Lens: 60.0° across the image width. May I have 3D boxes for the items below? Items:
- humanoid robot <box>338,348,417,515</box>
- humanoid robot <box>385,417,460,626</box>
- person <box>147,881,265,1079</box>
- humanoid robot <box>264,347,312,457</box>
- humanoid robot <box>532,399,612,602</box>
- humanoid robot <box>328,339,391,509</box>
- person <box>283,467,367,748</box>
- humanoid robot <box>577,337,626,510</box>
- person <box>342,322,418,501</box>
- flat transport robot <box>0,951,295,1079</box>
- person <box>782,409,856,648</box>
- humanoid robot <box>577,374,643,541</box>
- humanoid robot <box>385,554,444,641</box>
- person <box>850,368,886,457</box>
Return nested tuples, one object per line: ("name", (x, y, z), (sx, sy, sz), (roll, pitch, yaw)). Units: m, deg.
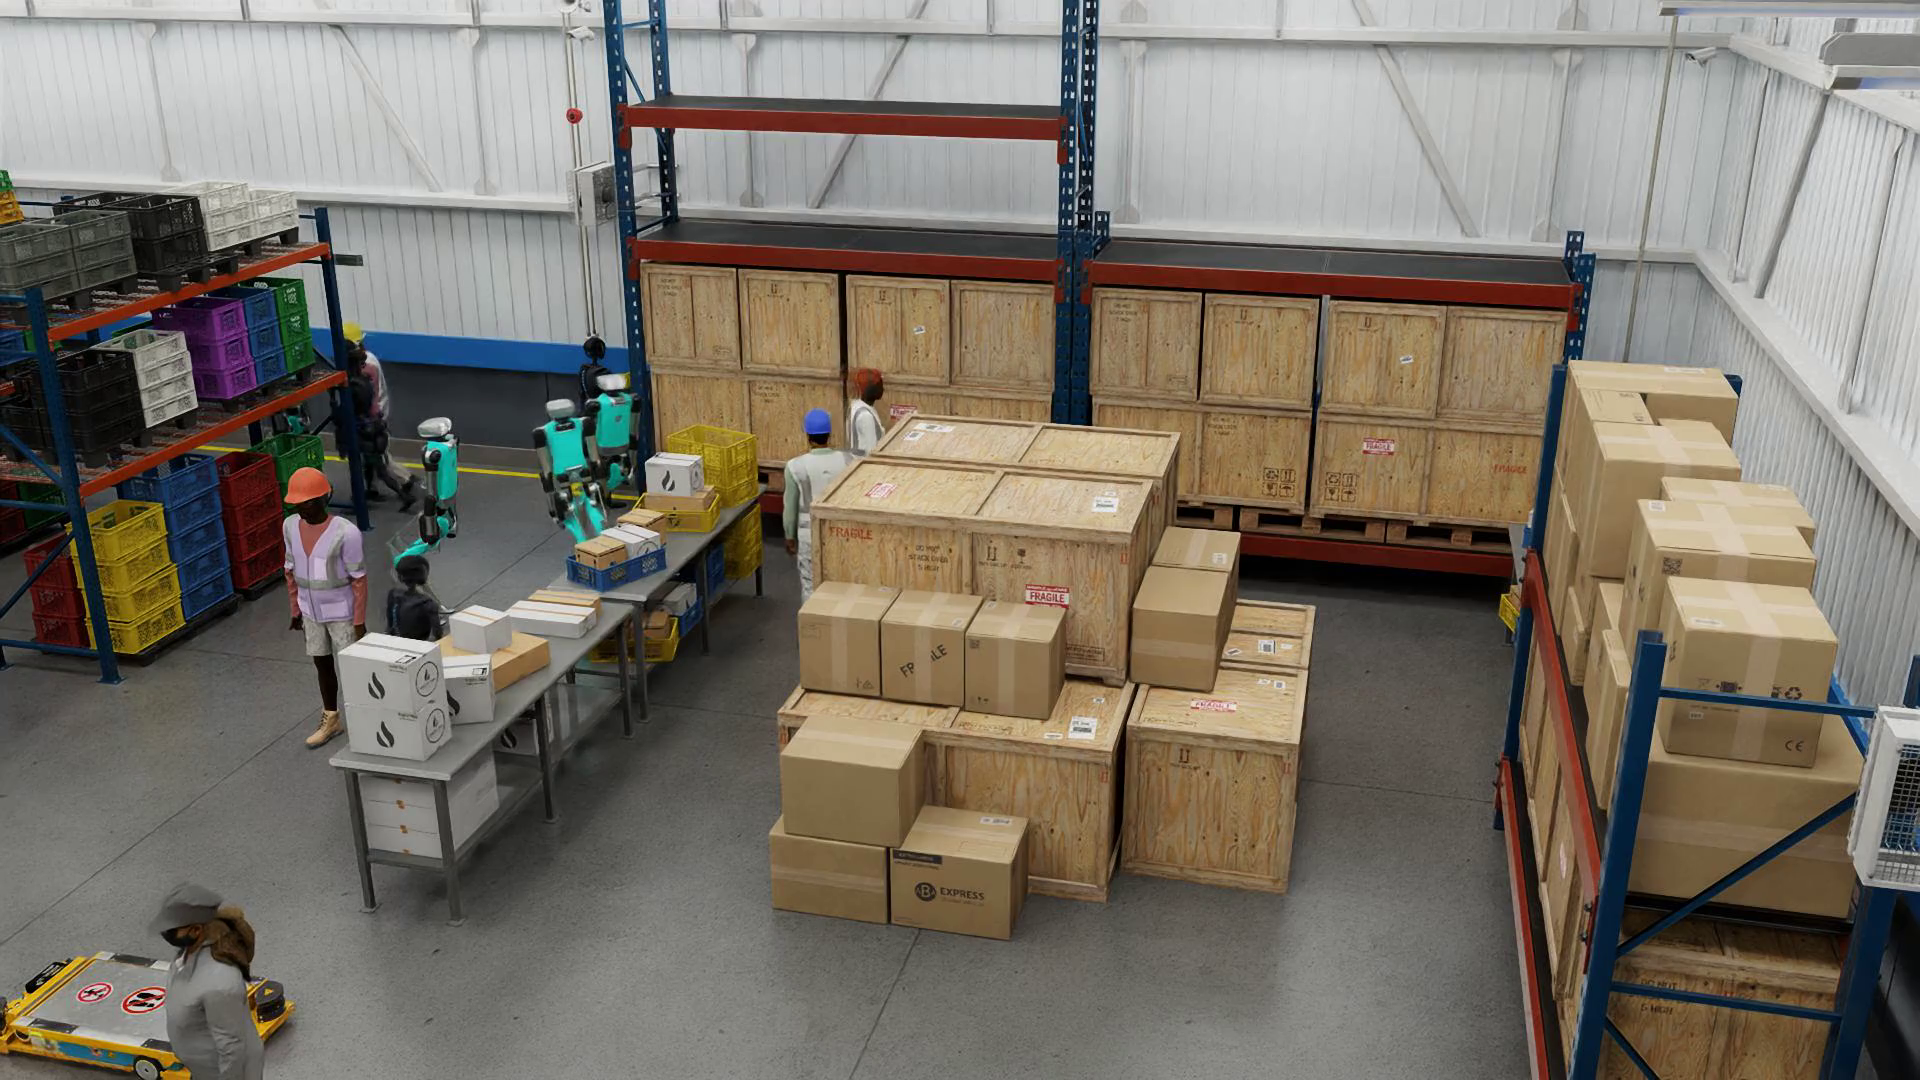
("humanoid robot", (-5.584, -1.005, 15.740), (0.678, 1.634, 0.598), (5, 22, 14))
("humanoid robot", (-4.314, -0.153, 13.255), (0.743, 1.691, 0.530), (1, 21, 4))
("person", (-3.143, 2.224, 7.124), (0.396, 1.769, 0.563), (-14, 25, -32))
("humanoid robot", (-6.533, -1.061, 15.919), (0.697, 1.900, 0.542), (3, 21, 9))
("humanoid robot", (-3.065, -0.235, 13.633), (0.558, 1.770, 0.948), (-14, 25, -32))
("humanoid robot", (-5.808, -1.132, 16.030), (0.353, 1.653, 0.600), (11, 23, 26))
("person", (-4.304, 0.480, 11.310), (0.604, 2.043, 0.371), (6, 22, 15))
("humanoid robot", (-3.480, -1.132, 16.011), (0.599, 1.659, 0.315), (19, 28, 40))
("person", (-5.692, -1.237, 16.122), (0.588, 1.807, 0.611), (-13, 24, -31))
("flat transport robot", (-4.270, 2.464, 8.601), (1.431, 0.231, 0.659), (5, 22, 13))
("person", (-1.075, -0.070, 12.912), (0.619, 1.934, 0.437), (-8, 22, -20))
("humanoid robot", (-3.172, -0.641, 14.699), (0.556, 1.794, 0.820), (-16, 26, -36))
("humanoid robot", (-3.591, 0.899, 10.731), (0.585, 1.637, 0.552), (13, 24, 30))
("person", (-0.696, -0.572, 14.336), (0.841, 1.850, 0.592), (0, 21, 0))
